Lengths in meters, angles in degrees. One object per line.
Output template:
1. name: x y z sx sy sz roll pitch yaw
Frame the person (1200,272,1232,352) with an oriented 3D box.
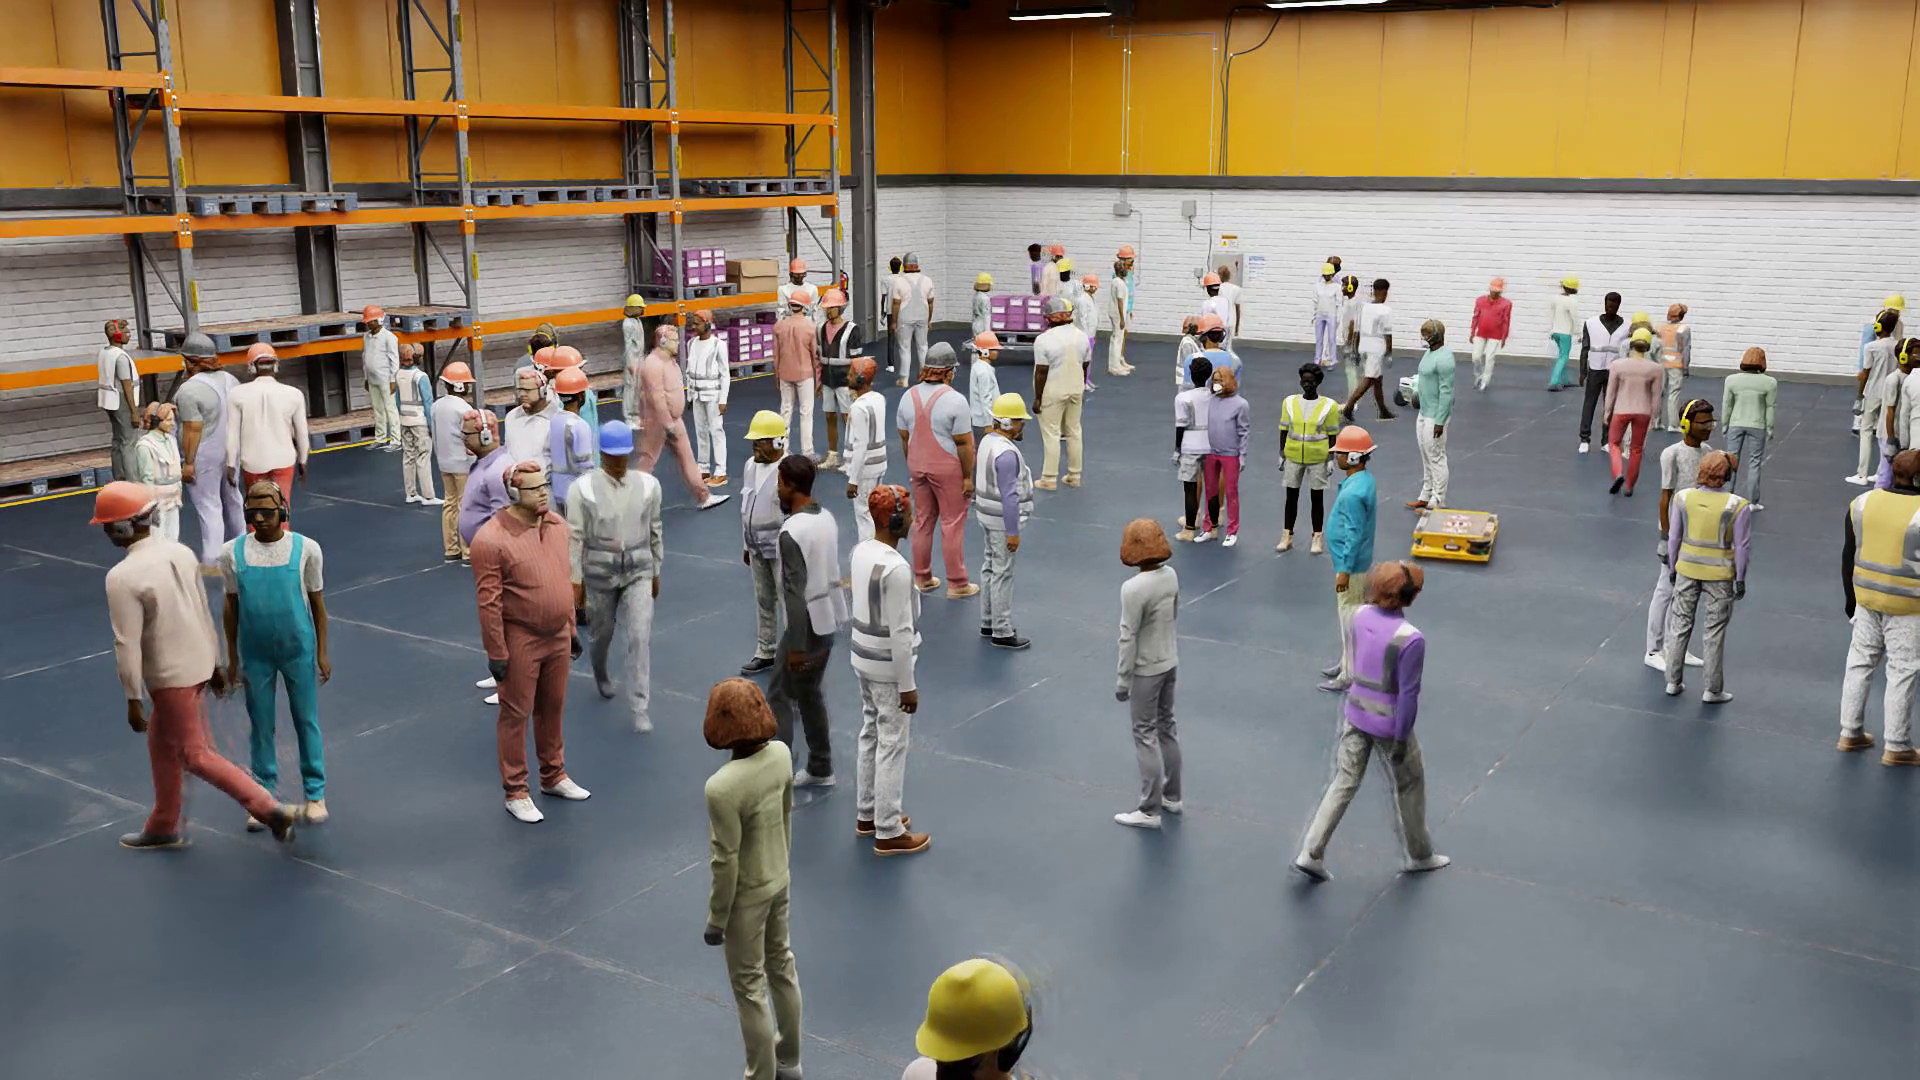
1. person: 3.424 -2.656 22.571 0.374 1.929 0.542 13 18 43

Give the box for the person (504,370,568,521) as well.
1. person: -3.183 -0.332 12.539 0.641 1.909 0.409 5 14 20

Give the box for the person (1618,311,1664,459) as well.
1. person: 7.890 -1.796 19.346 0.540 1.694 0.541 1 13 6

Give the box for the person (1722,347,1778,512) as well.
1. person: 7.790 -1.095 16.451 0.497 1.633 0.289 10 16 36

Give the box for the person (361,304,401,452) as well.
1. person: -6.914 -1.927 19.798 0.572 1.748 0.333 8 15 31

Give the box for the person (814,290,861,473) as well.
1. person: -1.367 -1.740 18.394 0.633 2.033 0.447 8 15 33

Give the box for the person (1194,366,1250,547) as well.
1. person: 2.355 -0.756 14.975 0.507 1.632 0.268 10 16 36

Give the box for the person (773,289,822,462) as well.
1. person: -1.844 -1.876 19.078 0.621 1.987 0.418 5 14 20

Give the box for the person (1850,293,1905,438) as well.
1. person: 11.453 -2.160 20.671 0.608 1.816 0.417 -6 14 -25

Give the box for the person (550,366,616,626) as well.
1. person: -2.863 -0.329 12.448 0.345 1.942 0.547 -12 17 -41

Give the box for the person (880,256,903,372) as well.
1. person: -1.049 -3.677 27.131 0.514 1.871 0.327 -1 13 -6

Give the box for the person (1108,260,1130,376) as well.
1. person: 2.554 -3.561 26.683 0.331 1.843 0.520 -2 13 -7

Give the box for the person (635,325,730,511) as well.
1. person: -2.816 -1.157 16.239 1.000 1.855 0.648 3 13 15

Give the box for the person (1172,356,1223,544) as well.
1. person: 2.167 -0.812 15.079 0.533 1.697 0.322 -5 14 -20

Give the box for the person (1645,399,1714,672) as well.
1. person: 4.939 -0.031 11.325 0.513 1.867 0.328 -9 16 -34

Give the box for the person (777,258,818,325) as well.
1. person: -2.305 -3.012 23.867 0.613 2.041 0.393 -5 14 -21

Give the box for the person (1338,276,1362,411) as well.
1. person: 5.376 -2.709 22.960 0.314 1.861 0.511 3 13 14

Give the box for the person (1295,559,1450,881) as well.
1. person: 1.999 0.872 7.985 0.825 1.601 0.513 -7 15 -29

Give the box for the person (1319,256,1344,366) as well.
1. person: 6.227 -3.848 27.957 0.429 1.837 0.632 6 14 25

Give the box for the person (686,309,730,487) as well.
1. person: -2.700 -1.511 17.705 0.587 1.882 0.341 10 16 37

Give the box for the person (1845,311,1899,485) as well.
1. person: 9.788 -1.508 17.756 0.503 1.861 0.329 -3 13 -13

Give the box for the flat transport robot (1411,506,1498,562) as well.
1. flat transport robot: 4.470 -0.069 14.982 0.652 0.197 1.431 5 14 20

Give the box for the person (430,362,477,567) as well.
1. person: -4.274 -0.653 14.268 0.573 1.748 0.342 11 17 39

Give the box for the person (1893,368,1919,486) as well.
1. person: 9.822 -1.241 16.972 0.321 1.686 0.539 -7 15 -29

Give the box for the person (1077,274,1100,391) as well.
1. person: 1.929 -3.115 24.952 0.329 1.749 0.560 4 14 17

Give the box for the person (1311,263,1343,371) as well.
1. person: 6.003 -3.650 27.262 0.526 1.761 0.344 9 16 34

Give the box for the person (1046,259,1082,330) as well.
1. person: 1.643 -3.450 26.071 0.548 1.902 0.588 -7 15 -29

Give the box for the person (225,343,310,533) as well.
1. person: -5.751 -0.660 13.840 0.653 1.955 0.789 -6 14 -24

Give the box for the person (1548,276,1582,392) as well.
1. person: 9.125 -3.077 24.837 0.751 1.723 0.545 -3 13 -14

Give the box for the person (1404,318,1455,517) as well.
1. person: 4.610 -1.193 16.216 0.352 1.932 0.635 0 13 0

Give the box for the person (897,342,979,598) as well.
1. person: -0.132 -0.564 13.254 0.682 2.000 0.538 10 16 36

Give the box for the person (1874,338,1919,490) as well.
1. person: 8.503 -0.901 15.088 0.328 1.873 0.518 10 16 37

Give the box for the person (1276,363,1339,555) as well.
1. person: 3.057 -0.716 14.664 0.532 1.697 0.319 6 14 24

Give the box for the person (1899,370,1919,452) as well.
1. person: 8.657 -0.838 14.733 0.407 1.910 0.640 -8 15 -31

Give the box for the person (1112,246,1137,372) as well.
1. person: 2.691 -3.768 27.142 0.379 2.045 0.605 5 14 22

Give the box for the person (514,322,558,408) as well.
1. person: -3.881 -1.085 15.735 0.635 1.938 0.354 4 13 15
